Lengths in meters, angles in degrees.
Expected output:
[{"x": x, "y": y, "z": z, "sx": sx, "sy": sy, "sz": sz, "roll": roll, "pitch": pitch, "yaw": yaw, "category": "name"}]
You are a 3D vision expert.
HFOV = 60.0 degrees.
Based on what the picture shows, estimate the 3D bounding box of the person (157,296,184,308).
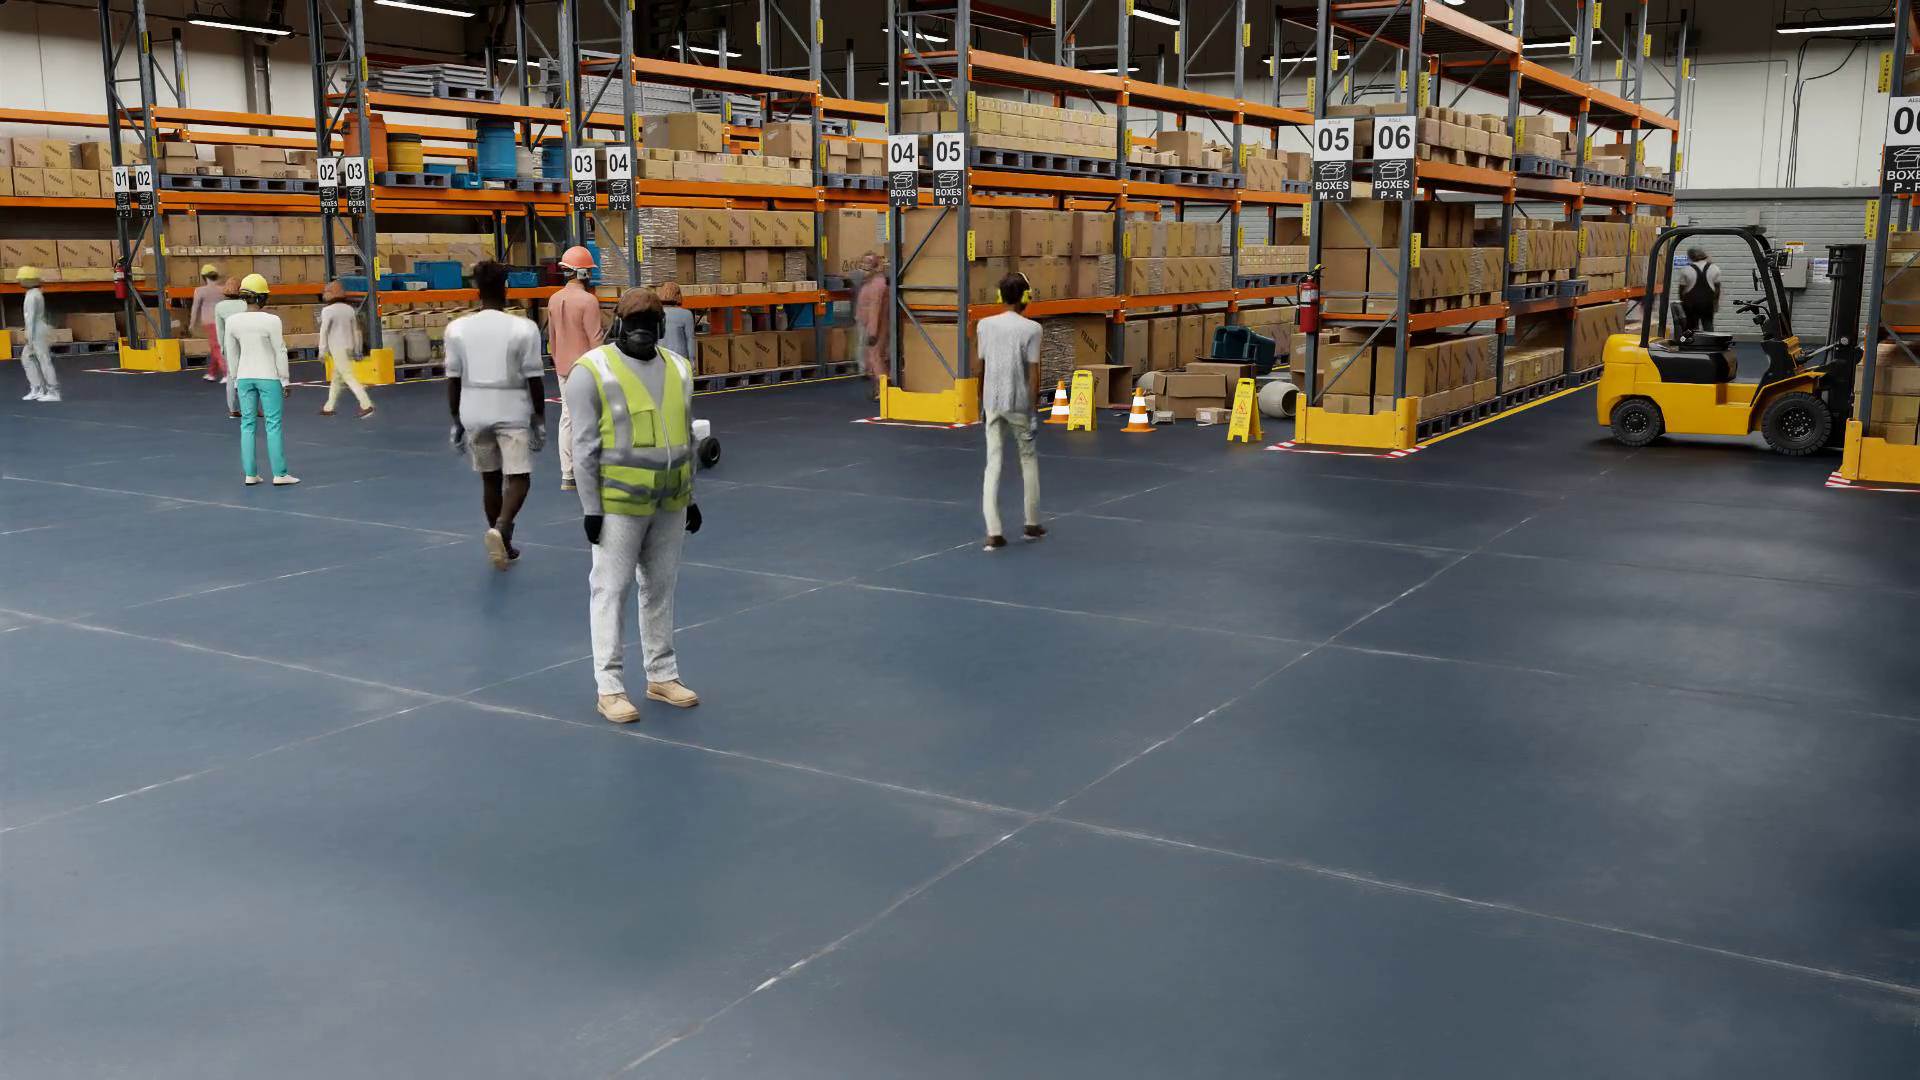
[{"x": -13.534, "y": -3.967, "z": 28.420, "sx": 0.610, "sy": 1.863, "sz": 1.022, "roll": 4, "pitch": 11, "yaw": 23, "category": "person"}]

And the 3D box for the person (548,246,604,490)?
[{"x": -3.093, "y": -1.383, "z": 13.566, "sx": 0.611, "sy": 1.995, "sz": 0.375, "roll": 8, "pitch": 13, "yaw": 37, "category": "person"}]

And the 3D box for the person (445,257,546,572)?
[{"x": -2.851, "y": -0.749, "z": 10.178, "sx": 0.609, "sy": 1.940, "sz": 0.774, "roll": 0, "pitch": 10, "yaw": 2, "category": "person"}]

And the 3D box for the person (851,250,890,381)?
[{"x": -1.288, "y": -3.305, "z": 24.580, "sx": 0.637, "sy": 1.911, "sz": 0.756, "roll": 6, "pitch": 12, "yaw": 29, "category": "person"}]

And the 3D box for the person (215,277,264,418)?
[{"x": -8.350, "y": -2.221, "z": 19.271, "sx": 0.498, "sy": 1.634, "sz": 0.280, "roll": 1, "pitch": 10, "yaw": 8, "category": "person"}]

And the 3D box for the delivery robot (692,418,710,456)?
[{"x": -2.547, "y": -0.946, "z": 14.889, "sx": 0.477, "sy": 0.478, "sz": 0.707, "roll": 5, "pitch": 11, "yaw": 24, "category": "delivery robot"}]

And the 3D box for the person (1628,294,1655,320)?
[{"x": 12.969, "y": -4.589, "z": 31.660, "sx": 0.607, "sy": 1.960, "sz": 0.955, "roll": -3, "pitch": 11, "yaw": -16, "category": "person"}]

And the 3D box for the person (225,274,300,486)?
[{"x": -5.847, "y": -1.330, "z": 13.907, "sx": 0.523, "sy": 1.769, "sz": 0.315, "roll": 2, "pitch": 10, "yaw": 9, "category": "person"}]

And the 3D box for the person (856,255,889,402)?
[{"x": -1.083, "y": -2.673, "z": 21.140, "sx": 0.485, "sy": 1.870, "sz": 0.670, "roll": -2, "pitch": 10, "yaw": -13, "category": "person"}]

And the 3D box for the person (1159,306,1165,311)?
[{"x": 4.196, "y": -5.375, "z": 36.142, "sx": 0.512, "sy": 1.918, "sz": 0.659, "roll": -3, "pitch": 11, "yaw": -17, "category": "person"}]

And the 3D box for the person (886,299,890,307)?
[{"x": -1.323, "y": -4.551, "z": 32.272, "sx": 0.541, "sy": 1.660, "sz": 0.832, "roll": 4, "pitch": 11, "yaw": 19, "category": "person"}]

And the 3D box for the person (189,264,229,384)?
[{"x": -10.805, "y": -3.118, "z": 24.071, "sx": 0.923, "sy": 1.719, "sz": 0.538, "roll": 6, "pitch": 12, "yaw": 30, "category": "person"}]

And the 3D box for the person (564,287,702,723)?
[{"x": -1.365, "y": -0.158, "z": 7.146, "sx": 0.430, "sy": 1.840, "sz": 0.623, "roll": 10, "pitch": 14, "yaw": 43, "category": "person"}]

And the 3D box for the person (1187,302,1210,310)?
[{"x": 5.032, "y": -5.217, "z": 35.458, "sx": 0.659, "sy": 1.856, "sz": 0.997, "roll": 6, "pitch": 12, "yaw": 30, "category": "person"}]

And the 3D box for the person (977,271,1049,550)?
[{"x": 0.357, "y": -0.878, "z": 11.207, "sx": 0.516, "sy": 1.834, "sz": 0.862, "roll": 4, "pitch": 11, "yaw": 21, "category": "person"}]

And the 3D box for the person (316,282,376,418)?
[{"x": -7.164, "y": -2.193, "z": 19.301, "sx": 0.877, "sy": 1.596, "sz": 0.514, "roll": 3, "pitch": 11, "yaw": 17, "category": "person"}]

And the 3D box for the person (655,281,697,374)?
[{"x": -2.942, "y": -1.823, "z": 17.038, "sx": 0.507, "sy": 1.633, "sz": 0.276, "roll": 1, "pitch": 10, "yaw": 7, "category": "person"}]

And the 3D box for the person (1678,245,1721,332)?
[{"x": 13.110, "y": -4.265, "z": 29.576, "sx": 0.709, "sy": 2.000, "sz": 0.579, "roll": 2, "pitch": 10, "yaw": 9, "category": "person"}]

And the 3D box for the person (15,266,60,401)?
[{"x": -11.874, "y": -2.625, "z": 21.264, "sx": 0.587, "sy": 1.720, "sz": 0.503, "roll": -5, "pitch": 11, "yaw": -24, "category": "person"}]
